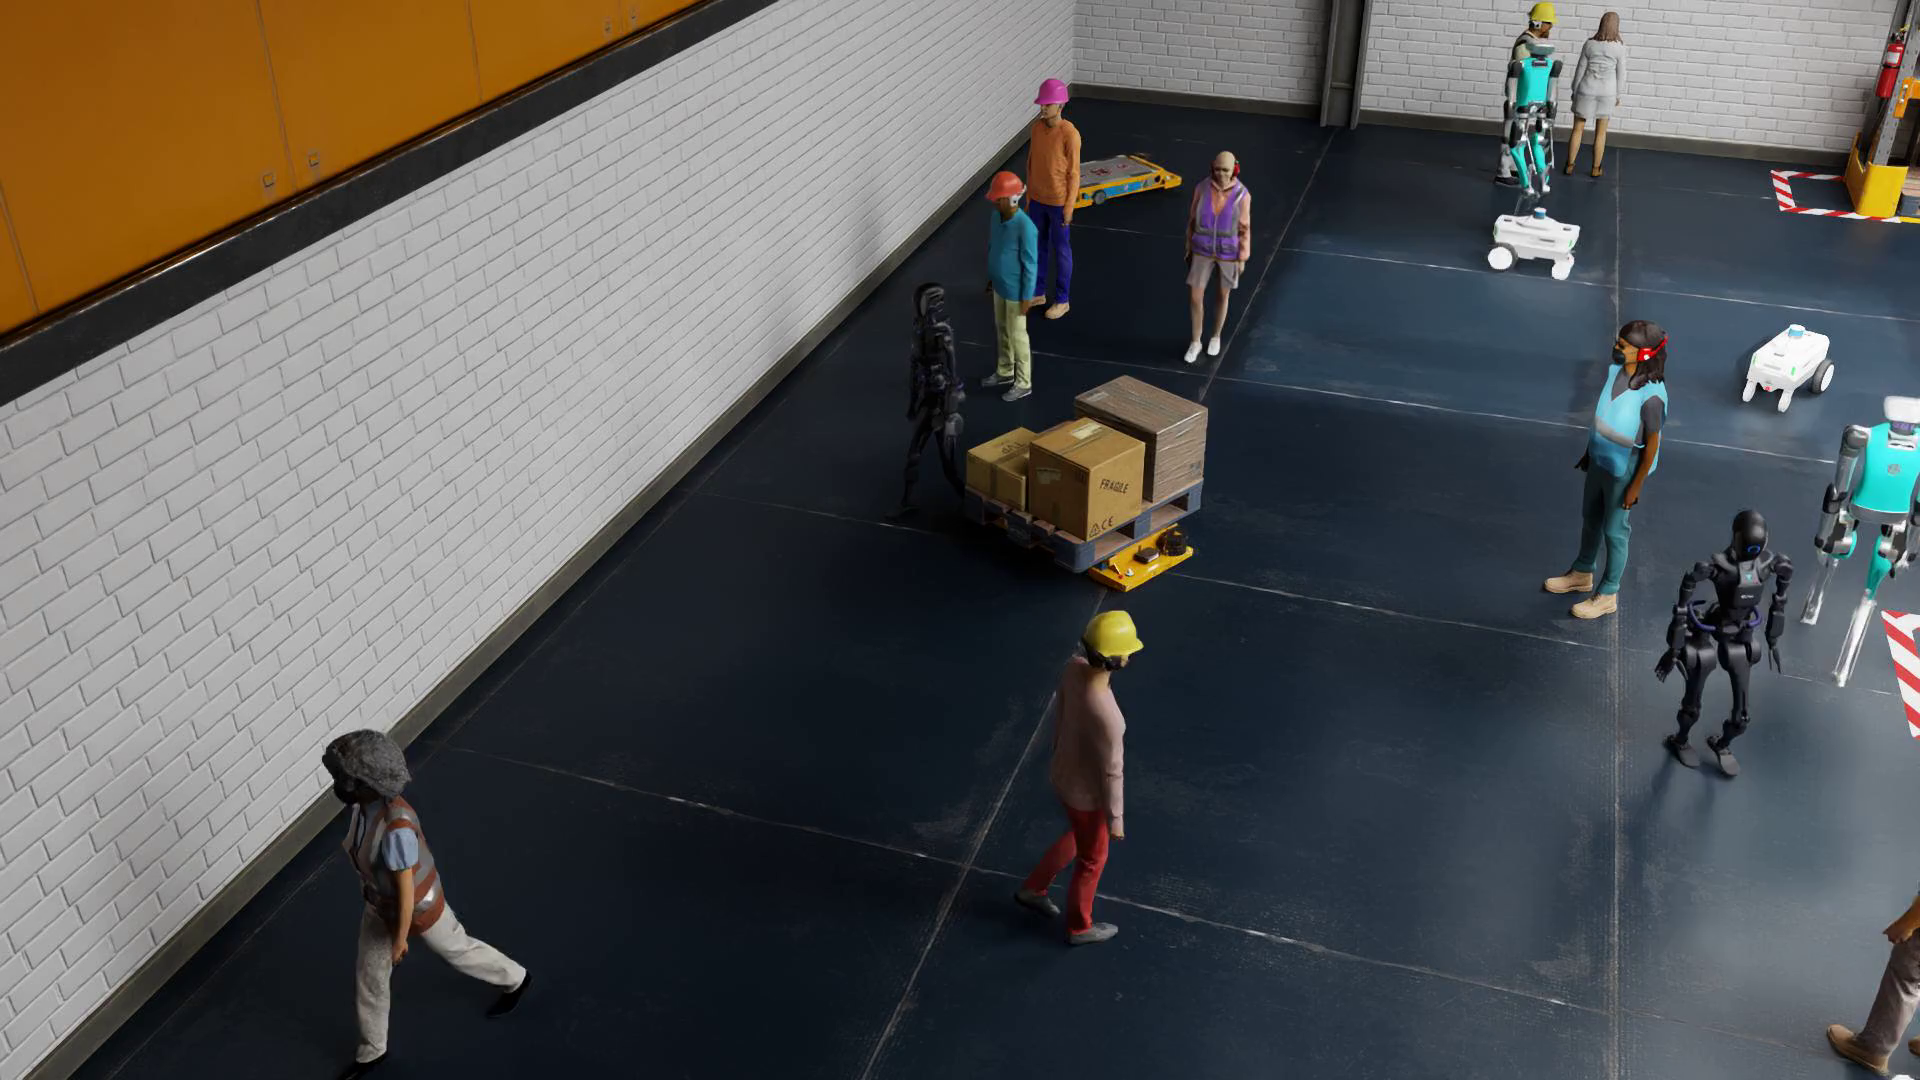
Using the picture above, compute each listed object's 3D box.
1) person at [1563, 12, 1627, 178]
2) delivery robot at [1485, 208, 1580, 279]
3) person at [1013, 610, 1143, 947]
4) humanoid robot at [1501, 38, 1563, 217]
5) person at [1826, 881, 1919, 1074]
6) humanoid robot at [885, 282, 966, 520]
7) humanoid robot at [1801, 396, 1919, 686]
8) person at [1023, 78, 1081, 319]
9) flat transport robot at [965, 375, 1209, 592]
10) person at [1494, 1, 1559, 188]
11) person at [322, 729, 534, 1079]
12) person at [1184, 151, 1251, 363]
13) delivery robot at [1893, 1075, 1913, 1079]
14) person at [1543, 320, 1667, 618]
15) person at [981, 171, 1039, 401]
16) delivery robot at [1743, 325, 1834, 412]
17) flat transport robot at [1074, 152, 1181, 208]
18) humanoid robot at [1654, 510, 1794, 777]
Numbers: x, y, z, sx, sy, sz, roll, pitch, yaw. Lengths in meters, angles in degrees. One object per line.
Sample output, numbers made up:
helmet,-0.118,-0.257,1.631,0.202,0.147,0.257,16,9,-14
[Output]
person,6.494,-4.544,16.979,0.499,1.659,0.335,12,33,20
delivery robot,5.123,-2.669,14.902,0.814,0.613,0.499,14,33,23
person,0.560,1.073,7.338,0.439,1.746,0.559,-8,31,-13
humanoid robot,5.362,-3.665,15.437,0.548,1.805,0.802,-8,31,-13
person,3.942,1.468,6.642,0.509,1.763,0.444,-22,37,-32
humanoid robot,-0.178,-0.857,10.725,0.616,1.639,0.618,-16,34,-25
humanoid robot,5.093,-0.108,9.404,0.537,1.786,1.001,11,32,18
person,0.747,-2.813,13.721,0.504,1.986,0.374,24,38,35
flat transport robot,0.759,-0.110,10.812,0.659,0.231,1.431,-26,39,-37
person,5.679,-4.475,16.707,0.403,1.824,0.591,17,35,27
person,-2.238,1.447,6.802,0.428,1.638,0.890,25,39,36
person,1.988,-2.178,12.931,0.522,1.670,0.621,9,32,14
delivery robot,3.761,2.391,6.292,0.499,0.611,0.792,-21,36,-32
person,3.848,-0.416,9.756,0.371,1.864,0.541,-7,31,-11
person,0.350,-1.900,12.400,0.356,1.744,0.581,-14,33,-23
delivery robot,6.295,-1.343,12.637,0.499,0.603,0.794,26,39,37
flat transport robot,1.478,-3.630,16.801,1.431,0.231,0.659,-18,35,-28
humanoid robot,3.844,0.507,8.388,0.624,1.626,0.495,0,30,0
